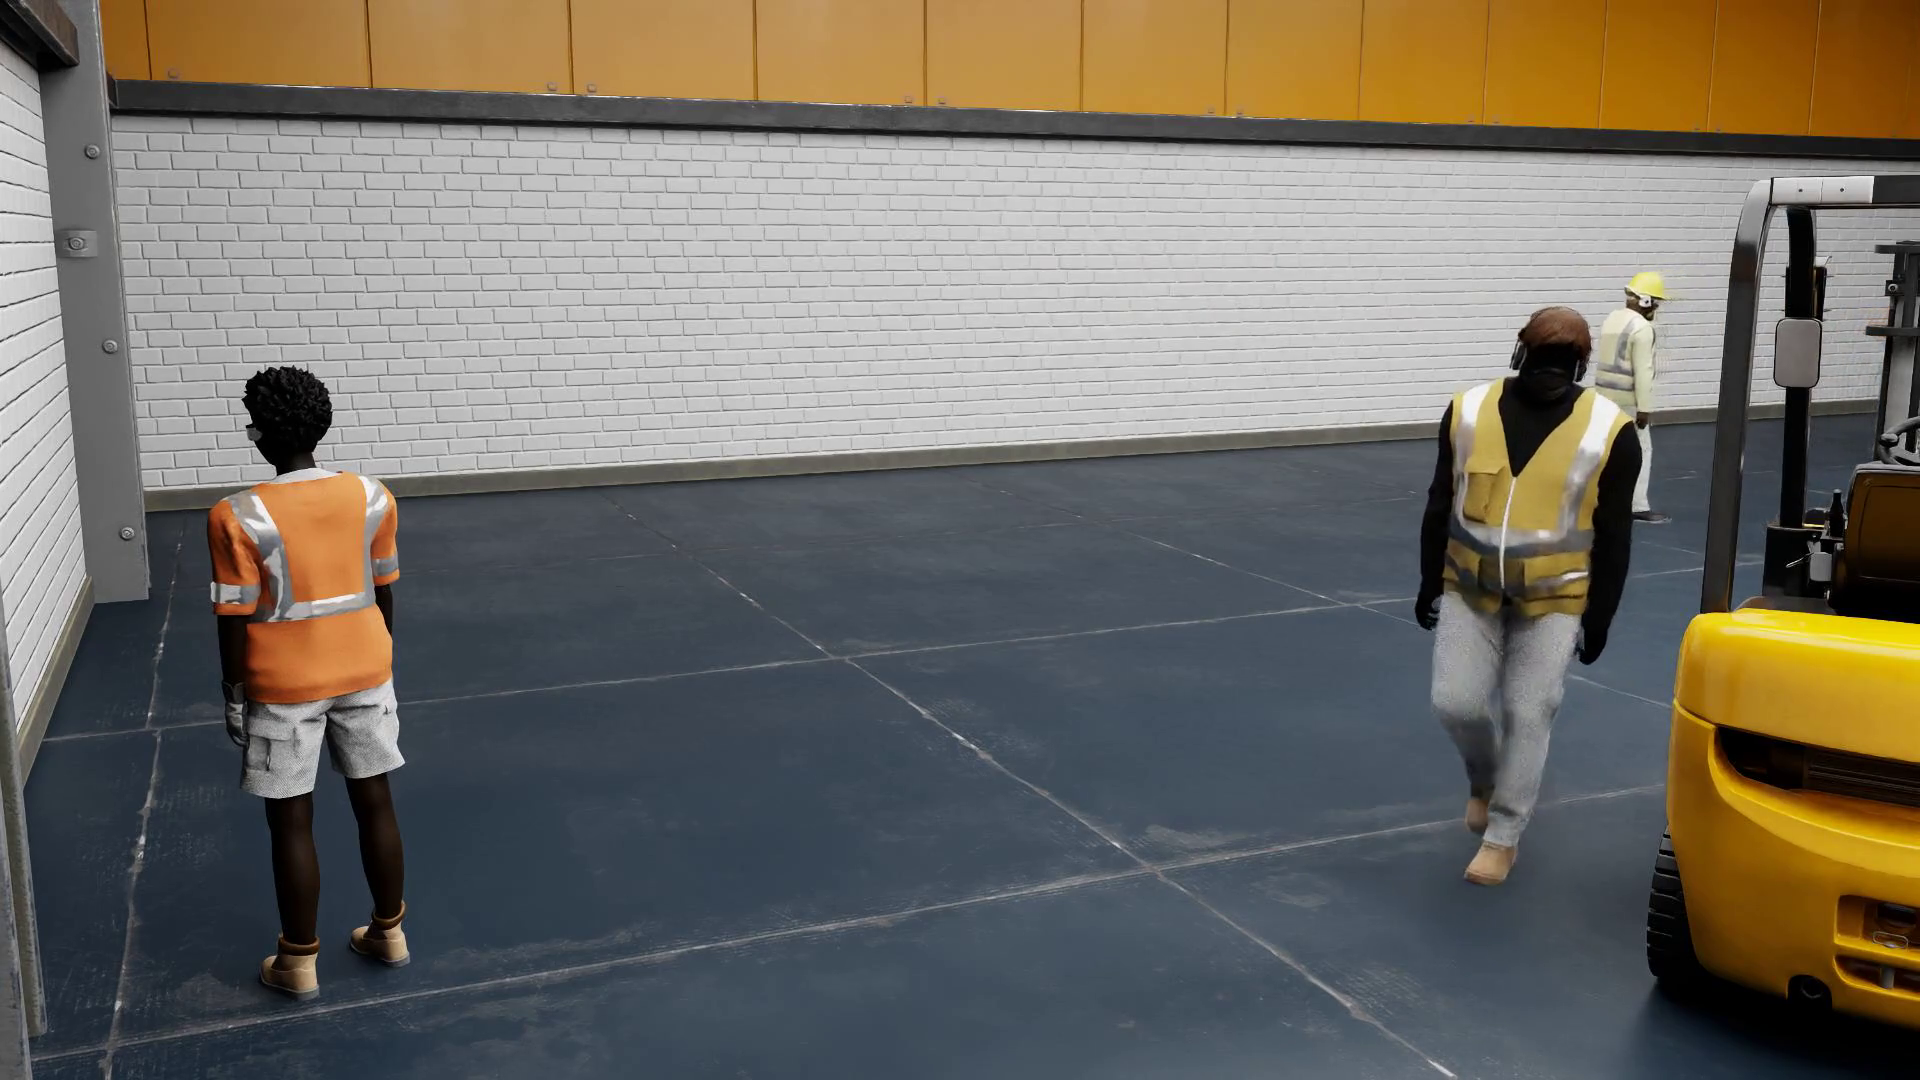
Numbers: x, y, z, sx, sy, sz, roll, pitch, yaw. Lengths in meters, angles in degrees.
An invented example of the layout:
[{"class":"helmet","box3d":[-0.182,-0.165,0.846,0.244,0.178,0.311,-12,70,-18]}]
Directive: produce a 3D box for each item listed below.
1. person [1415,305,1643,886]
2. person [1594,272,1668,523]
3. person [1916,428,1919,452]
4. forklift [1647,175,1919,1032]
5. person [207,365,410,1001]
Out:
[{"class":"person","box3d":[1.766,0.176,5.238,0.653,1.824,0.495,7,12,33]},{"class":"person","box3d":[4.791,-1.031,12.033,0.516,1.784,0.754,-1,10,-8]},{"class":"person","box3d":[5.903,-0.574,10.012,0.503,1.588,0.849,-8,13,-38]},{"class":"forklift","box3d":[2.810,0.094,4.662,1.214,2.155,2.313,7,12,34]},{"class":"person","box3d":[-1.733,0.382,4.465,0.320,1.694,0.531,9,13,40]}]
